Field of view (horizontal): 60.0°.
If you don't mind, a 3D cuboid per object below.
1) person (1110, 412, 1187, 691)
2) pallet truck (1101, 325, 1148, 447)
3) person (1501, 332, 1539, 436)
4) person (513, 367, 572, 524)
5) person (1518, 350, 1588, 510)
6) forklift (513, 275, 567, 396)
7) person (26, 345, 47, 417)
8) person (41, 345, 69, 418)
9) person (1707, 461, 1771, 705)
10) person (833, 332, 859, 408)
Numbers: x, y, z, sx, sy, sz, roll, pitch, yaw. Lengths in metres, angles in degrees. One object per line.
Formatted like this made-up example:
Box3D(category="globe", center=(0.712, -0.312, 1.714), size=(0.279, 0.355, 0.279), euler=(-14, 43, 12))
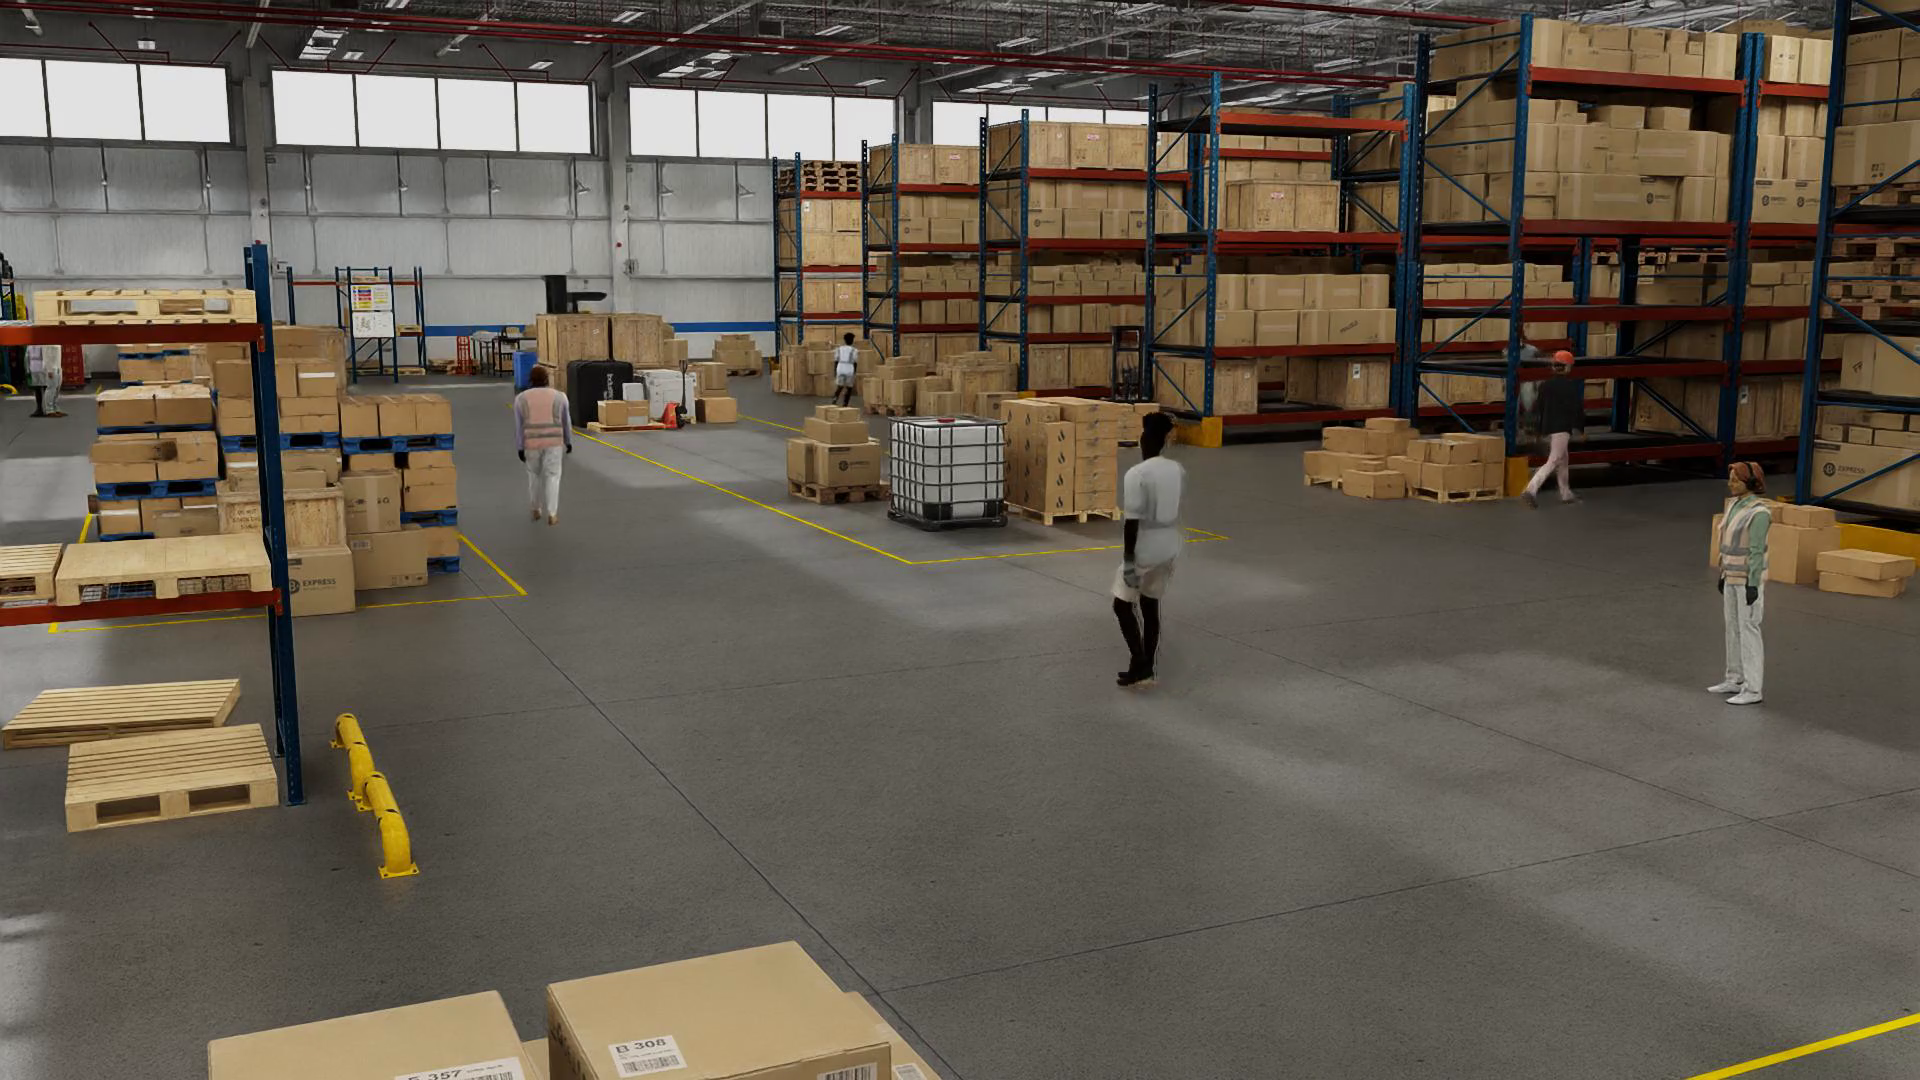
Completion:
Box3D(category="person", center=(1.272, 0.075, 11.505), size=(0.641, 1.941, 0.476), euler=(-8, 12, -42))
Box3D(category="pallet truck", center=(2.881, -2.596, 27.923), size=(0.823, 1.965, 1.885), euler=(-1, 9, -7))
Box3D(category="person", center=(9.762, -2.729, 29.057), size=(0.651, 1.896, 0.513), euler=(1, 9, 9))
Box3D(category="person", center=(-4.828, -1.100, 19.290), size=(0.641, 1.791, 0.982), euler=(-2, 9, -12))
Box3D(category="person", center=(7.251, -1.345, 20.328), size=(0.996, 1.954, 0.620), euler=(-3, 10, -19))
Box3D(category="forklift", center=(-9.170, -4.629, 37.808), size=(1.873, 2.768, 1.129), euler=(-4, 10, -25))
Box3D(category="person", center=(-18.326, -3.396, 33.082), size=(0.551, 1.932, 0.378), euler=(2, 9, 10))
Box3D(category="person", center=(-18.036, -3.388, 33.077), size=(0.364, 1.930, 0.630), euler=(-2, 9, -11))
Box3D(category="person", center=(5.267, 0.281, 11.209), size=(0.312, 1.632, 0.514), euler=(0, 9, 3))
Box3D(category="person", center=(-2.362, -3.440, 34.176), size=(0.527, 1.671, 0.505), euler=(4, 10, 25))
